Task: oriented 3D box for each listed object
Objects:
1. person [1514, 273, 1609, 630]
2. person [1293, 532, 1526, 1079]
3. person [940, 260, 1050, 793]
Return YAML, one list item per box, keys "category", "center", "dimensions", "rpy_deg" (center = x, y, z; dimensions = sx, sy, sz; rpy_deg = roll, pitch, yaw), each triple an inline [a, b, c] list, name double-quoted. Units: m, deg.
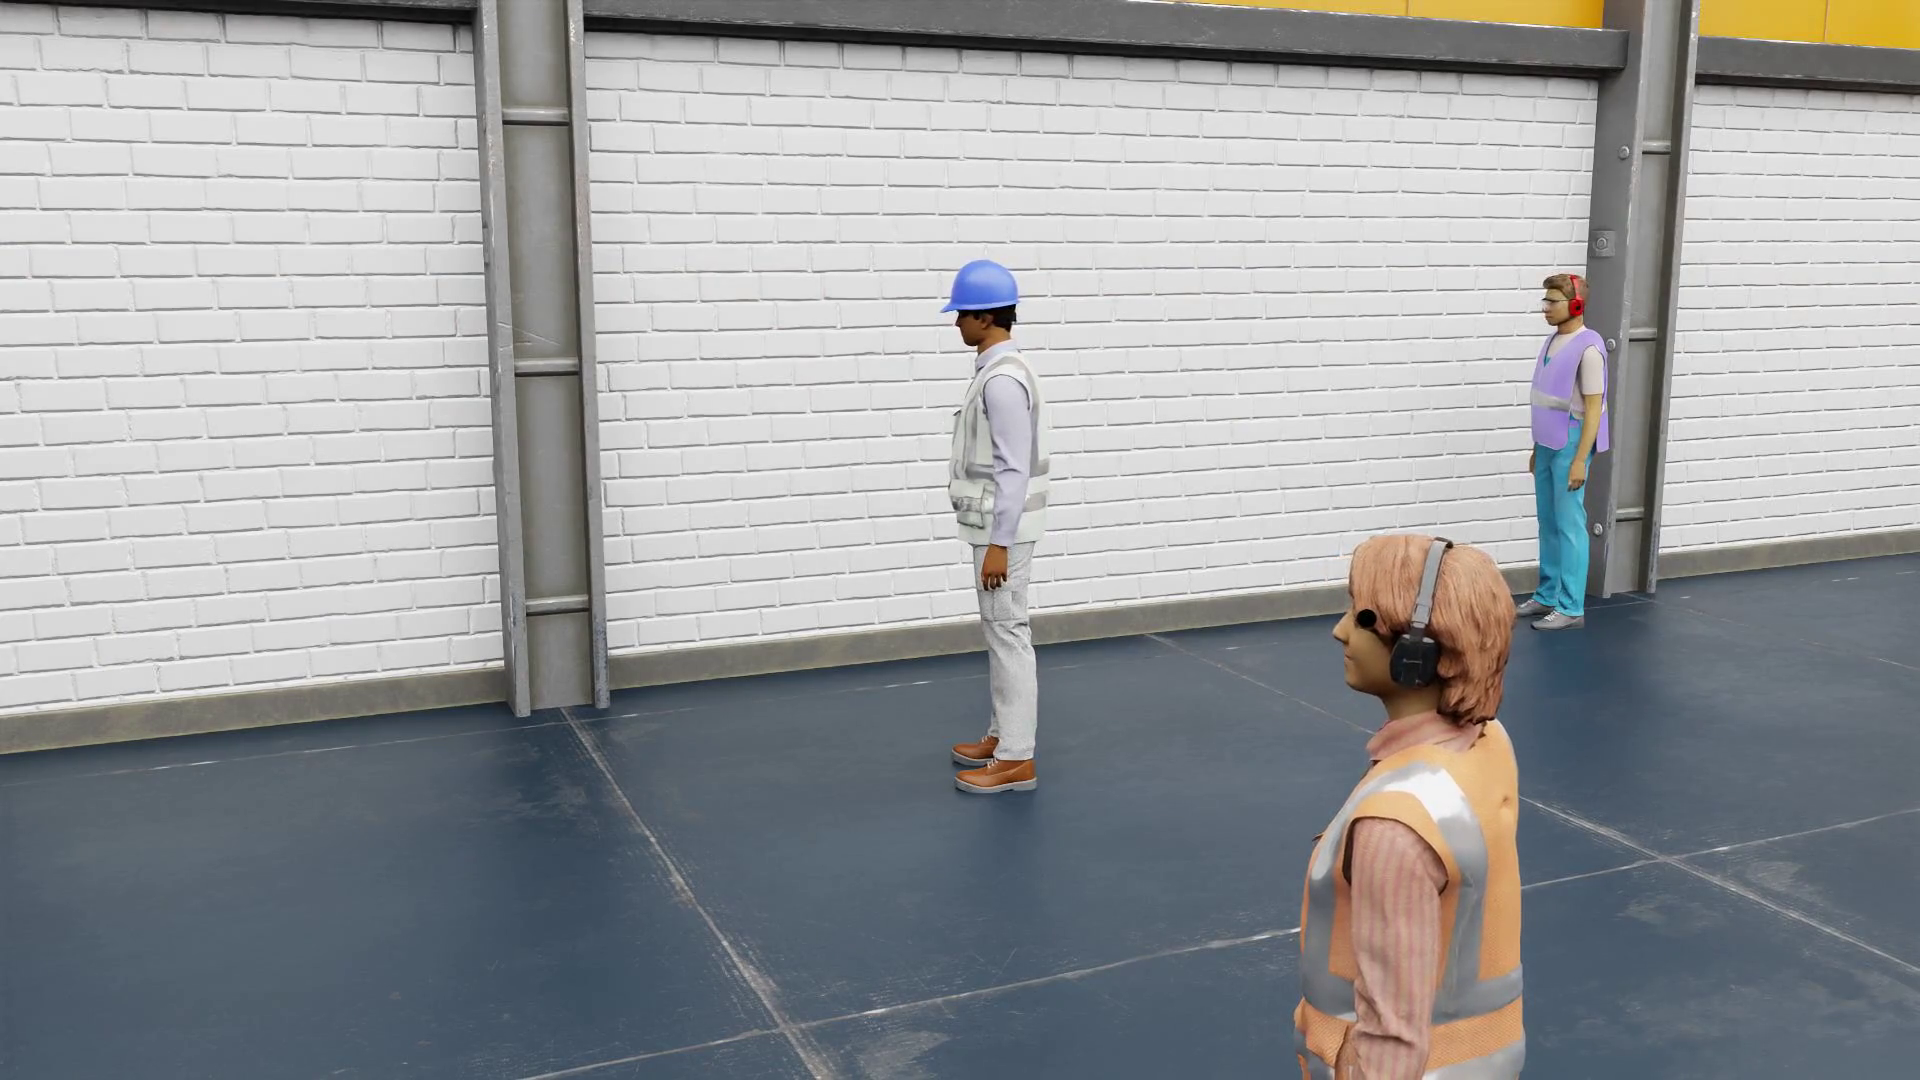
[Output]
- category: "person"
  center: [3.144, -0.456, 8.656]
  dimensions: [0.382, 1.842, 0.571]
  rpy_deg: [-1, 10, -4]
- category: "person"
  center: [0.615, 0.797, 2.302]
  dimensions: [0.309, 1.645, 0.514]
  rpy_deg: [5, 11, 25]
- category: "person"
  center: [0.128, -0.046, 6.119]
  dimensions: [0.401, 1.943, 0.615]
  rpy_deg: [0, 10, 0]
